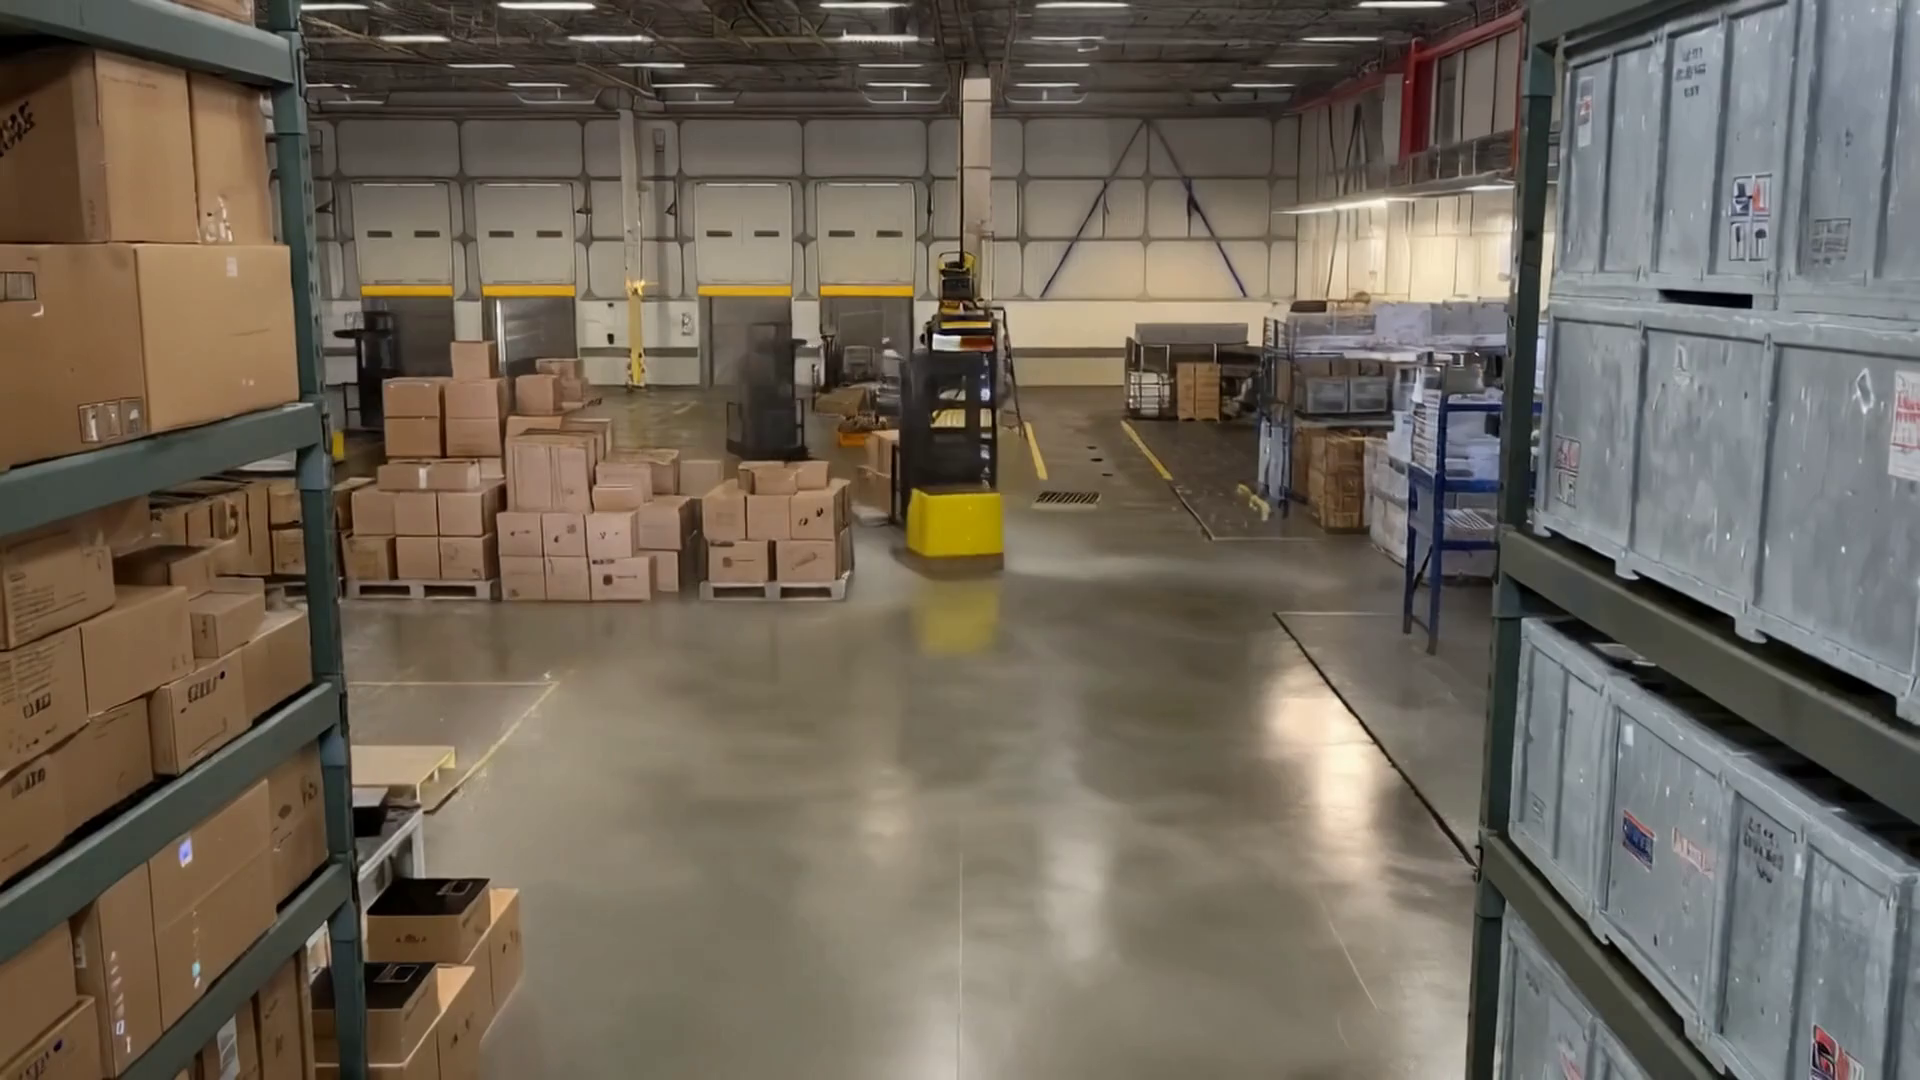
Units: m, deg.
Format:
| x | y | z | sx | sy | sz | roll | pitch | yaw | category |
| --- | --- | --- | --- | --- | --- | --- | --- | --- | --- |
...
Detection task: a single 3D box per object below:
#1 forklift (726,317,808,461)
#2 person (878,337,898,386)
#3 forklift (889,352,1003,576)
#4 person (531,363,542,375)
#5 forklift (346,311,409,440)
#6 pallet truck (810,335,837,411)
| x | y | z | sx | sy | sz | roll | pitch | yaw | category |
| --- | --- | --- | --- | --- | --- | --- | --- | --- | --- |
| -3.956 | -3.089 | 33.522 | 1.129 | 2.768 | 1.873 | -5 | 11 | -27 | forklift |
| -1.893 | -4.392 | 43.853 | 0.409 | 1.910 | 0.541 | 7 | 12 | 37 | person |
| -0.179 | -1.049 | 21.756 | 1.129 | 2.768 | 1.873 | -3 | 10 | -16 | forklift |
| -9.539 | -3.209 | 37.853 | 0.771 | 1.604 | 0.550 | 1 | 10 | 4 | person |
| -12.810 | -3.738 | 37.268 | 1.129 | 2.768 | 1.873 | 5 | 11 | 24 | forklift |
| -3.021 | -4.312 | 43.126 | 1.885 | 1.965 | 0.823 | 3 | 10 | 17 | pallet truck |
